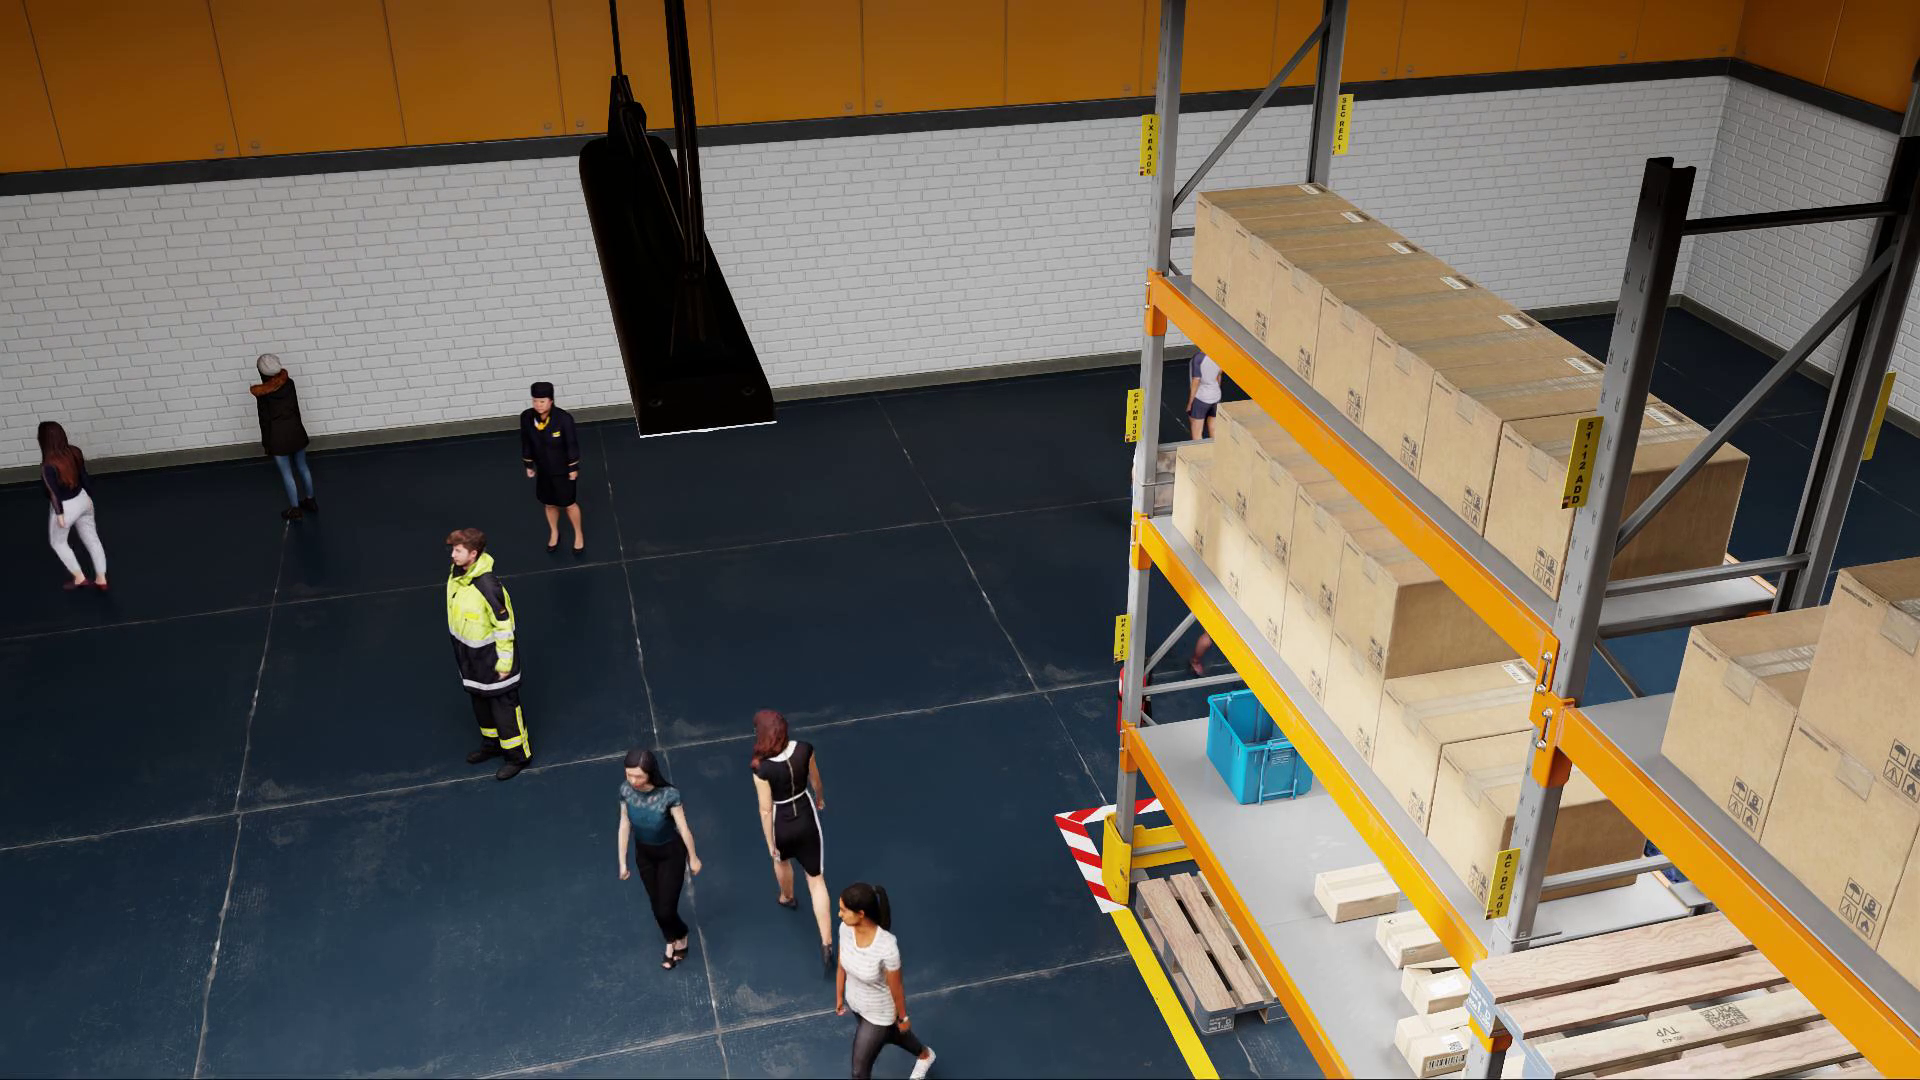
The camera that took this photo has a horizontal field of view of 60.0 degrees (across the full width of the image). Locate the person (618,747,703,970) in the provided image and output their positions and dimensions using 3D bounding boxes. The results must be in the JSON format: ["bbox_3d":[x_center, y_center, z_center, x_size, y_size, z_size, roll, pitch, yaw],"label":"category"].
[{"bbox_3d":[-1.790,1.903,10.136,0.735,1.717,0.760,9,30,16],"label":"person"}]

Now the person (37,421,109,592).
[{"bbox_3d":[-7.555,-0.257,14.223,0.794,1.595,0.710,9,30,15],"label":"person"}]

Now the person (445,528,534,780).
[{"bbox_3d":[-3.392,0.787,11.905,0.823,1.982,0.934,22,35,34],"label":"person"}]

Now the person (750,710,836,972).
[{"bbox_3d":[-0.983,1.849,10.207,0.837,1.744,1.184,-11,31,-20],"label":"person"}]

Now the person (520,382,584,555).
[{"bbox_3d":[-3.617,-0.647,14.860,0.793,1.669,0.792,6,29,10],"label":"person"}]

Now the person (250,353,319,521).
[{"bbox_3d":[-6.287,-0.980,15.508,0.787,1.634,0.731,17,33,28],"label":"person"}]

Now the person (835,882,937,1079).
[{"bbox_3d":[-0.413,2.520,9.133,1.143,1.594,1.022,25,37,37],"label":"person"}]
